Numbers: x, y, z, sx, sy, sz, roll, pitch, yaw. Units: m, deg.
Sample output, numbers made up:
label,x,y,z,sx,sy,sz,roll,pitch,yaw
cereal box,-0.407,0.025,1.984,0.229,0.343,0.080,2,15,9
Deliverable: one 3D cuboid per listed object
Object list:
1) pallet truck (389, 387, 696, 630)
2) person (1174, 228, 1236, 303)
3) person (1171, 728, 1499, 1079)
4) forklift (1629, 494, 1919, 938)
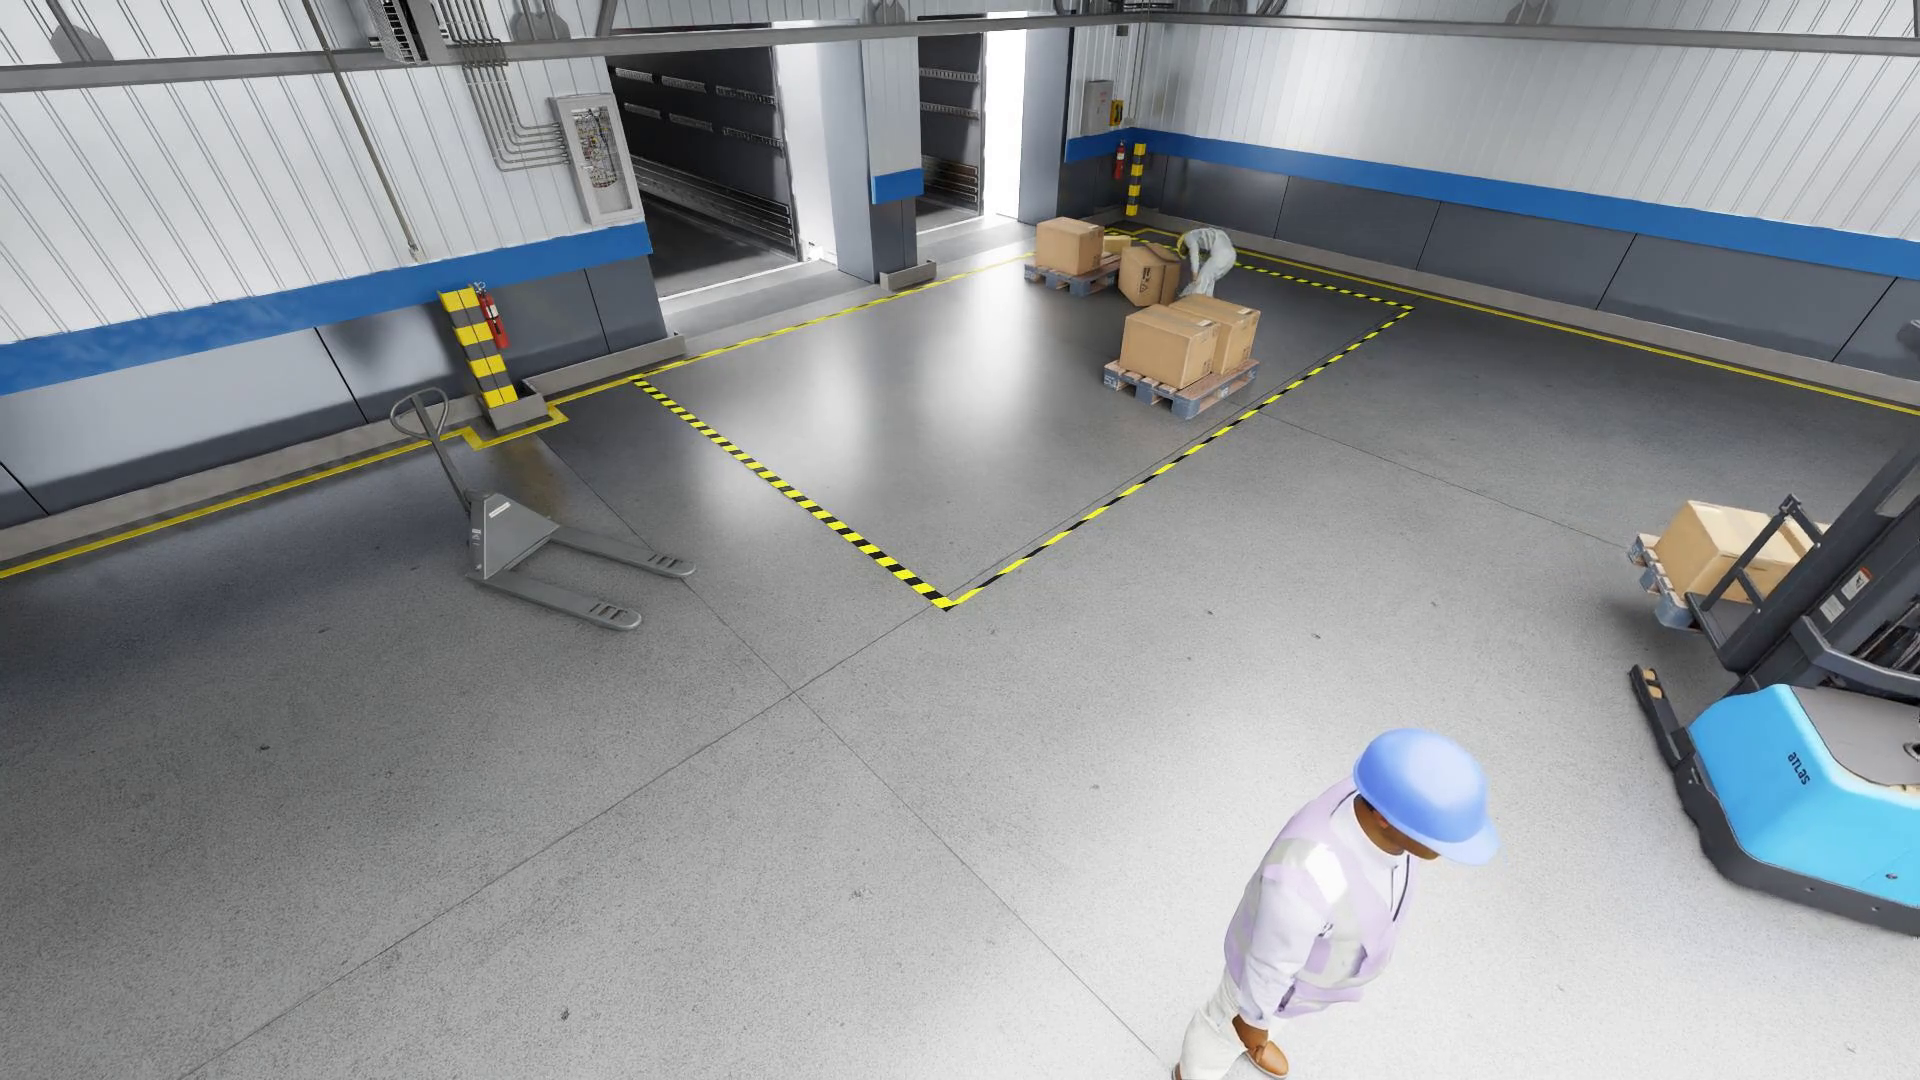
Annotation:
label,x,y,z,sx,sy,sz,roll,pitch,yaw
pallet truck,-2.613,-0.247,4.593,1.601,1.201,0.680,14,40,17
person,2.591,-2.895,8.148,0.638,1.091,0.839,-27,45,-31
person,0.993,1.199,2.142,0.603,1.949,0.395,-26,45,-30
forklift,3.872,0.572,2.879,0.716,2.013,0.776,15,40,18
